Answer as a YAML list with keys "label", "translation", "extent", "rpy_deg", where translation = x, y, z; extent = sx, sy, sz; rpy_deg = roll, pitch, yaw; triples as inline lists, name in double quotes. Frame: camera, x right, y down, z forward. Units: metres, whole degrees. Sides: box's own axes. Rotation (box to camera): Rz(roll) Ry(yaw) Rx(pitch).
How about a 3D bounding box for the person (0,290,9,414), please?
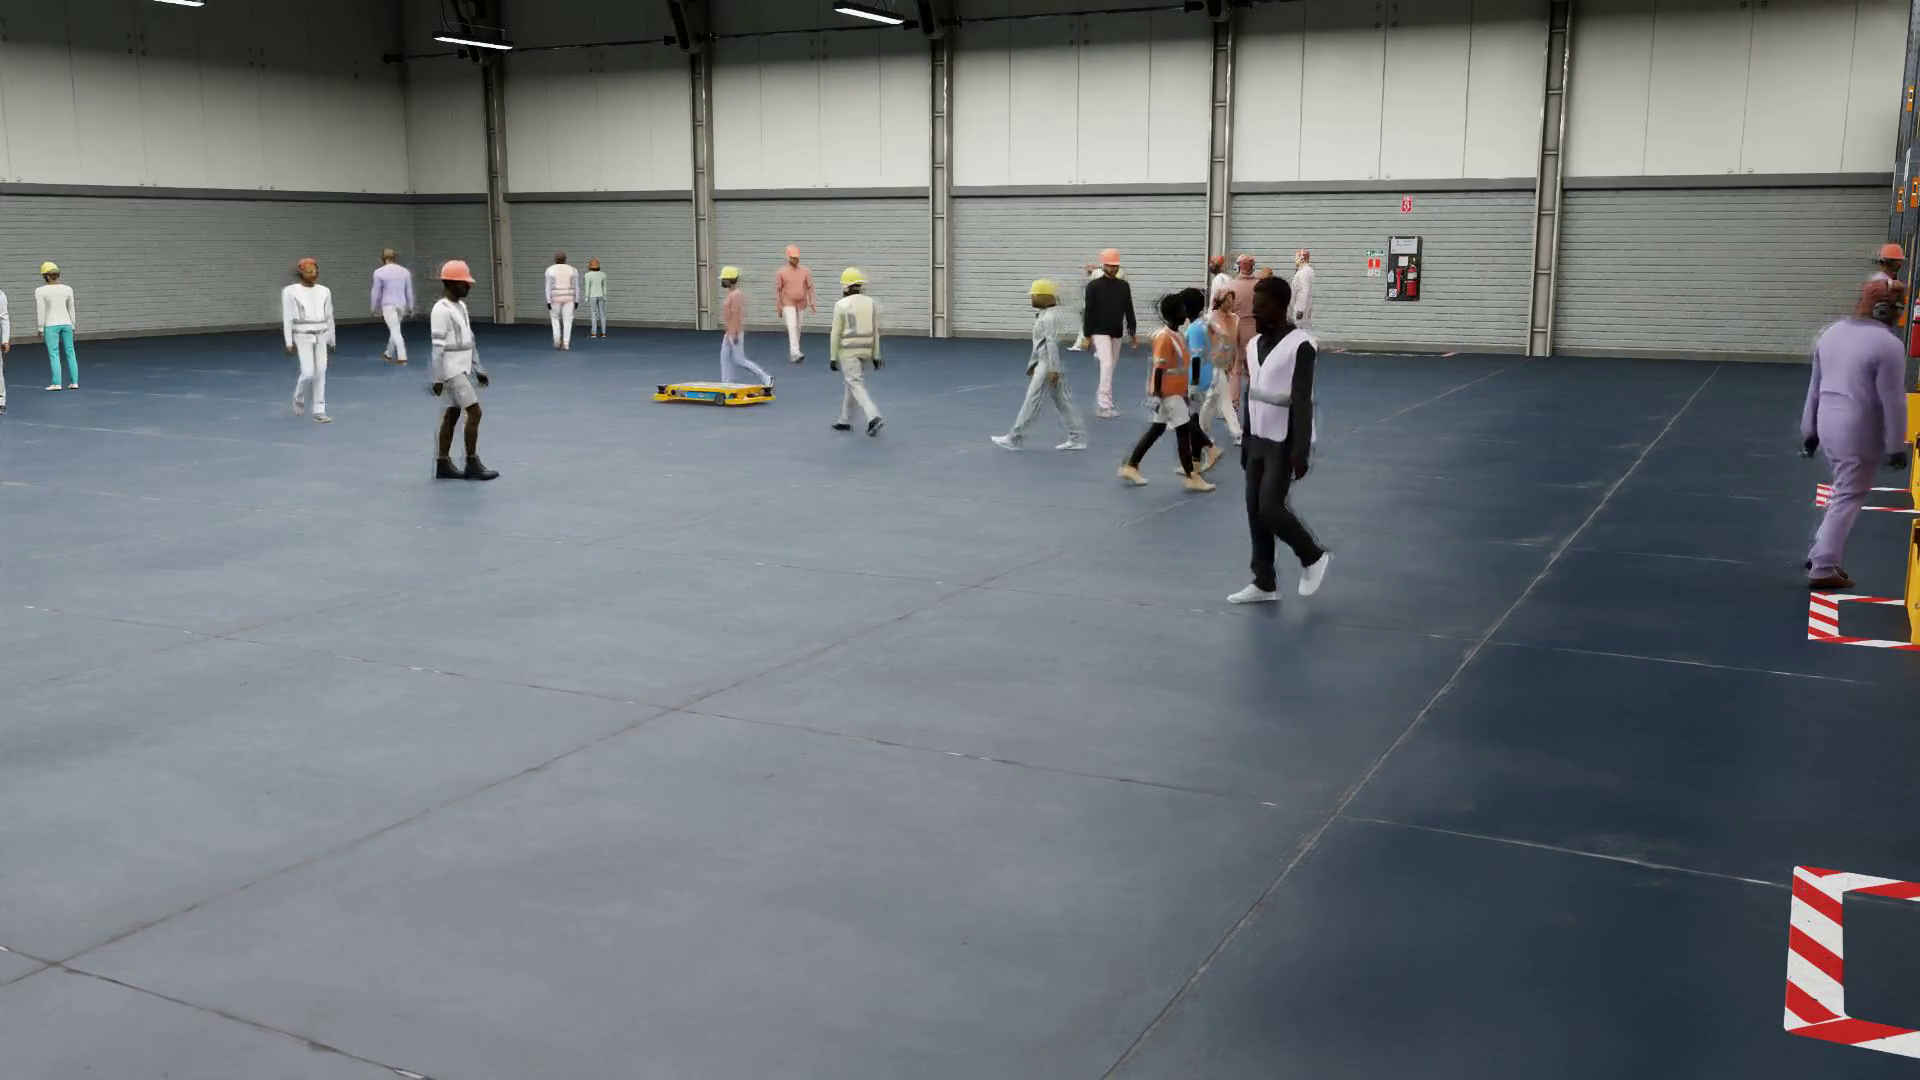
- label: "person"
  translation: [-11.624, -2.390, 19.759]
  extent: [0.586, 1.824, 0.403]
  rpy_deg: [-3, 11, -18]

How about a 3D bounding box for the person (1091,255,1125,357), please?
- label: "person"
  translation: [2.563, -4.111, 29.091]
  extent: [0.626, 1.846, 0.429]
  rpy_deg: [-3, 11, -15]

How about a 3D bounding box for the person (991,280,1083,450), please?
- label: "person"
  translation: [0.800, -1.720, 16.467]
  extent: [0.936, 1.690, 0.503]
  rpy_deg: [0, 10, 0]

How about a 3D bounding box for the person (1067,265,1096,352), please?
- label: "person"
  translation: [2.425, -4.202, 30.272]
  extent: [0.858, 1.591, 0.517]
  rpy_deg: [0, 10, 0]

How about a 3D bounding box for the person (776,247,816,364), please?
- label: "person"
  translation: [-2.742, -3.931, 27.863]
  extent: [0.614, 1.936, 1.059]
  rpy_deg: [-5, 11, -23]

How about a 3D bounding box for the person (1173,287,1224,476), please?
- label: "person"
  translation: [2.062, -1.380, 14.609]
  extent: [0.399, 1.680, 0.550]
  rpy_deg: [1, 10, 8]

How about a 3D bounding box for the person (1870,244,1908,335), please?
- label: "person"
  translation: [11.468, -2.607, 20.424]
  extent: [0.924, 2.009, 0.636]
  rpy_deg: [6, 12, 31]

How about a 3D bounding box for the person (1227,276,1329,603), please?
- label: "person"
  translation: [1.842, -0.563, 9.584]
  extent: [0.491, 1.899, 0.609]
  rpy_deg: [-4, 11, -23]

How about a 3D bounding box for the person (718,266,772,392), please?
- label: "person"
  translation: [-2.899, -2.728, 21.843]
  extent: [0.757, 1.742, 0.528]
  rpy_deg: [-3, 11, -18]

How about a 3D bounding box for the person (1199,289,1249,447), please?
- label: "person"
  translation: [2.698, -1.733, 16.809]
  extent: [0.524, 1.589, 0.885]
  rpy_deg: [-10, 14, -44]

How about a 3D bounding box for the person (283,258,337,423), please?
- label: "person"
  translation: [-7.414, -2.269, 18.962]
  extent: [0.489, 1.872, 0.603]
  rpy_deg: [8, 13, 38]

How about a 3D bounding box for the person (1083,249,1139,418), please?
- label: "person"
  translation: [1.813, -2.404, 19.455]
  extent: [0.617, 1.966, 0.813]
  rpy_deg: [-6, 12, -32]

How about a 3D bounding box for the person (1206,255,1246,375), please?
- label: "person"
  translation: [3.930, -3.410, 25.330]
  extent: [1.001, 1.824, 0.598]
  rpy_deg: [3, 11, 17]

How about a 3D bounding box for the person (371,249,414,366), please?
- label: "person"
  translation: [-9.423, -3.831, 27.412]
  extent: [0.976, 1.893, 0.661]
  rpy_deg: [8, 13, 38]

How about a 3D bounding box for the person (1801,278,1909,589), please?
- label: "person"
  translation: [5.386, -0.612, 9.916]
  extent: [0.537, 1.876, 0.673]
  rpy_deg: [-2, 11, -9]

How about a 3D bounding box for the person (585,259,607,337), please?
- label: "person"
  translation: [-7.642, -5.072, 34.902]
  extent: [0.507, 1.633, 0.277]
  rpy_deg: [-9, 14, -41]

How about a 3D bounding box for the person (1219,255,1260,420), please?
- label: "person"
  translation: [3.247, -2.317, 19.130]
  extent: [0.651, 1.907, 0.409]
  rpy_deg: [-4, 11, -20]

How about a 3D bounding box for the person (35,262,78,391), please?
- label: "person"
  translation: [-12.445, -2.938, 22.908]
  extent: [0.311, 1.768, 0.524]
  rpy_deg: [6, 12, 31]

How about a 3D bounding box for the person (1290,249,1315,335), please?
- label: "person"
  translation: [5.543, -3.772, 27.070]
  extent: [0.407, 1.906, 0.654]
  rpy_deg: [3, 11, 15]

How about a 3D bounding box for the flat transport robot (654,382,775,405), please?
- label: "flat transport robot"
  translation: [-3.133, -1.880, 21.213]
  extent: [1.431, 0.197, 0.652]
  rpy_deg: [6, 12, 28]

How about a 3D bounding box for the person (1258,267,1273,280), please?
- label: "person"
  translation: [4.842, -3.533, 26.535]
  extent: [0.509, 1.626, 0.281]
  rpy_deg: [6, 12, 29]

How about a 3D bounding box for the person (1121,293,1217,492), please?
- label: "person"
  translation: [1.732, -1.241, 13.953]
  extent: [0.856, 1.657, 0.541]
  rpy_deg: [4, 11, 20]

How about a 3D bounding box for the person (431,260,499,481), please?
- label: "person"
  translation: [-4.301, -1.467, 14.506]
  extent: [0.735, 1.909, 0.550]
  rpy_deg: [-1, 10, -3]

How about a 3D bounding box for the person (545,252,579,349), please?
- label: "person"
  translation: [-7.508, -4.514, 31.353]
  extent: [0.647, 1.812, 0.771]
  rpy_deg: [-4, 11, -22]

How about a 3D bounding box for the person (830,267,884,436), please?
- label: "person"
  translation: [-1.094, -2.013, 17.799]
  extent: [0.911, 1.797, 0.601]
  rpy_deg: [10, 14, 42]
